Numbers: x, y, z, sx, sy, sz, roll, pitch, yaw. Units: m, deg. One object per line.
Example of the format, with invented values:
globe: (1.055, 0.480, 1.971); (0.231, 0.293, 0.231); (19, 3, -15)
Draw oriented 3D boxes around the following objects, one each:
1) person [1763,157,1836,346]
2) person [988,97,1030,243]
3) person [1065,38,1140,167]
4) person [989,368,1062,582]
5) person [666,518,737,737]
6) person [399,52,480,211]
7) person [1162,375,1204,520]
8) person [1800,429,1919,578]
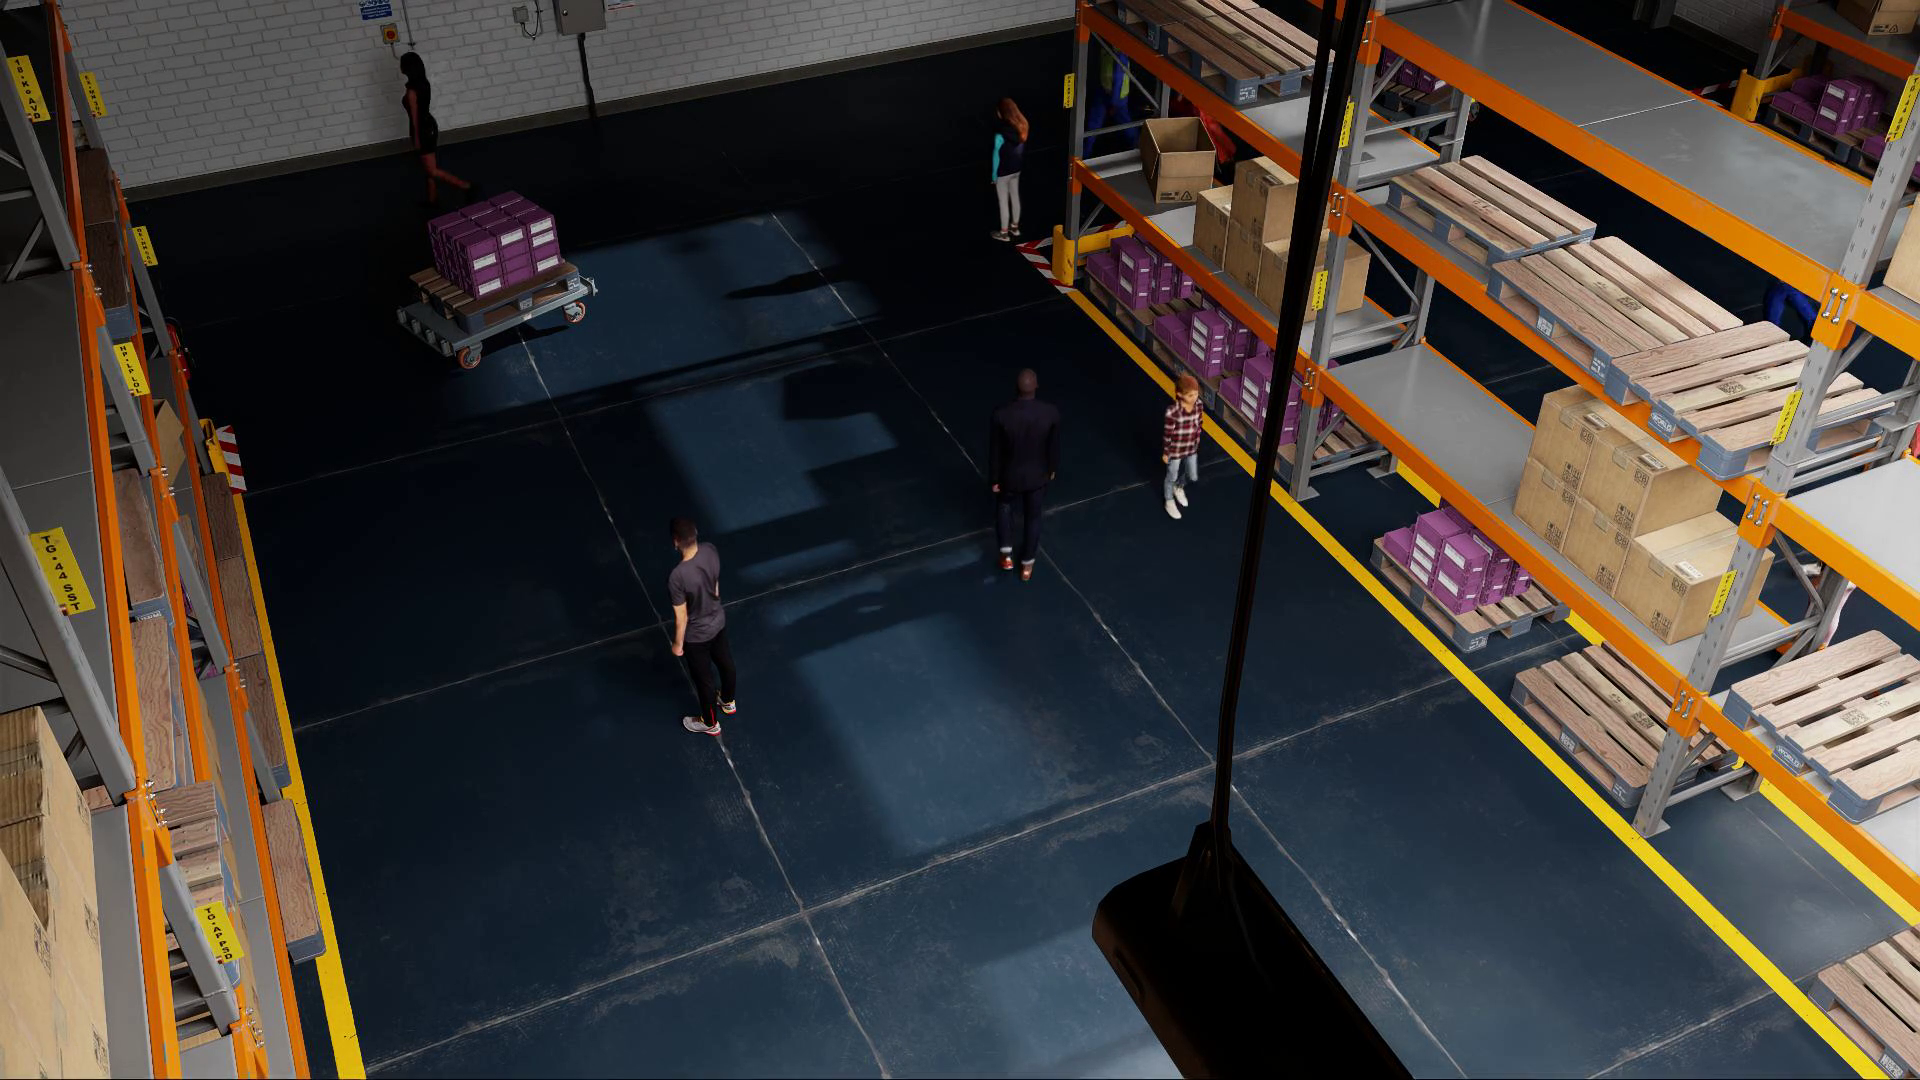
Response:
person: (7.603, -2.491, 14.909); (1.080, 1.863, 0.933); (29, 47, 31)
person: (0.491, -3.750, 16.775); (0.679, 1.501, 0.652); (30, 47, 32)
person: (1.725, -4.830, 17.922); (0.779, 1.758, 1.145); (-12, 40, -15)
person: (0.474, -0.431, 12.374); (0.793, 1.808, 0.798); (0, 39, 0)
person: (-1.734, 0.575, 11.152); (0.742, 1.760, 0.717); (19, 43, 23)
person: (-5.420, -4.155, 17.105); (0.885, 1.723, 0.993); (-1, 39, -2)
person: (1.717, -0.784, 13.223); (0.534, 1.299, 0.526); (-15, 41, -18)
person: (6.942, -0.298, 12.496); (0.948, 1.447, 0.971); (5, 39, 6)
